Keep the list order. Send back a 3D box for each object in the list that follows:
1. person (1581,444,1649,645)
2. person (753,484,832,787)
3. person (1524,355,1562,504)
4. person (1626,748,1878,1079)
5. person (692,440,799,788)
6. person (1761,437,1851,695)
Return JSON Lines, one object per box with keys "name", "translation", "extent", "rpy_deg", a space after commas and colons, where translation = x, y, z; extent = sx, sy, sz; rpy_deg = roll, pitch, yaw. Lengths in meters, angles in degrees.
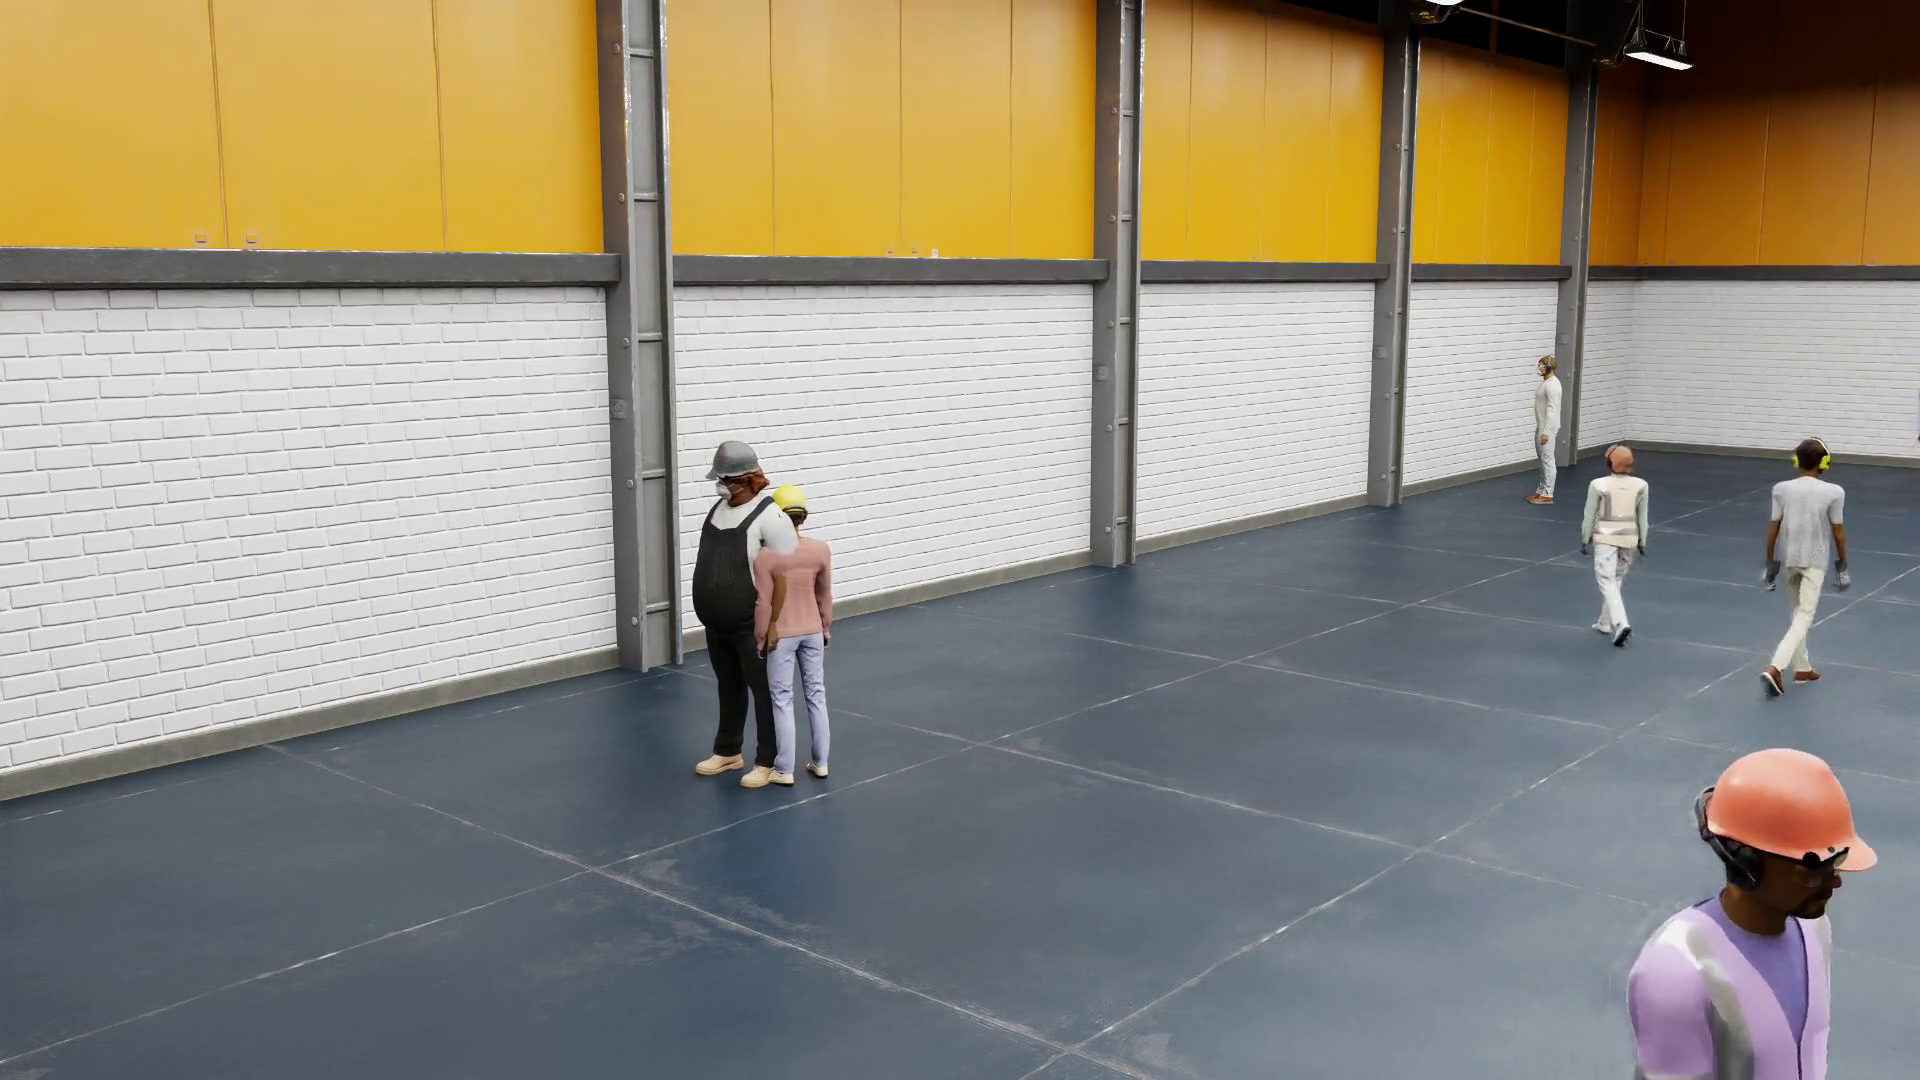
{"name": "person", "translation": [5.350, 0.032, 13.531], "extent": [0.523, 1.609, 0.810], "rpy_deg": [-1, 9, -5]}
{"name": "person", "translation": [-0.992, 0.554, 9.740], "extent": [0.533, 1.767, 0.325], "rpy_deg": [-7, 11, -36]}
{"name": "person", "translation": [7.633, -1.436, 21.698], "extent": [0.372, 1.940, 0.631], "rpy_deg": [2, 9, 11]}
{"name": "person", "translation": [1.602, 1.406, 3.585], "extent": [0.616, 2.030, 0.586], "rpy_deg": [-6, 11, -33]}
{"name": "person", "translation": [-1.302, 0.420, 9.723], "extent": [0.673, 2.000, 0.536], "rpy_deg": [8, 12, 41]}
{"name": "person", "translation": [6.014, 0.182, 11.891], "extent": [0.903, 1.838, 0.521], "rpy_deg": [-6, 11, -34]}
